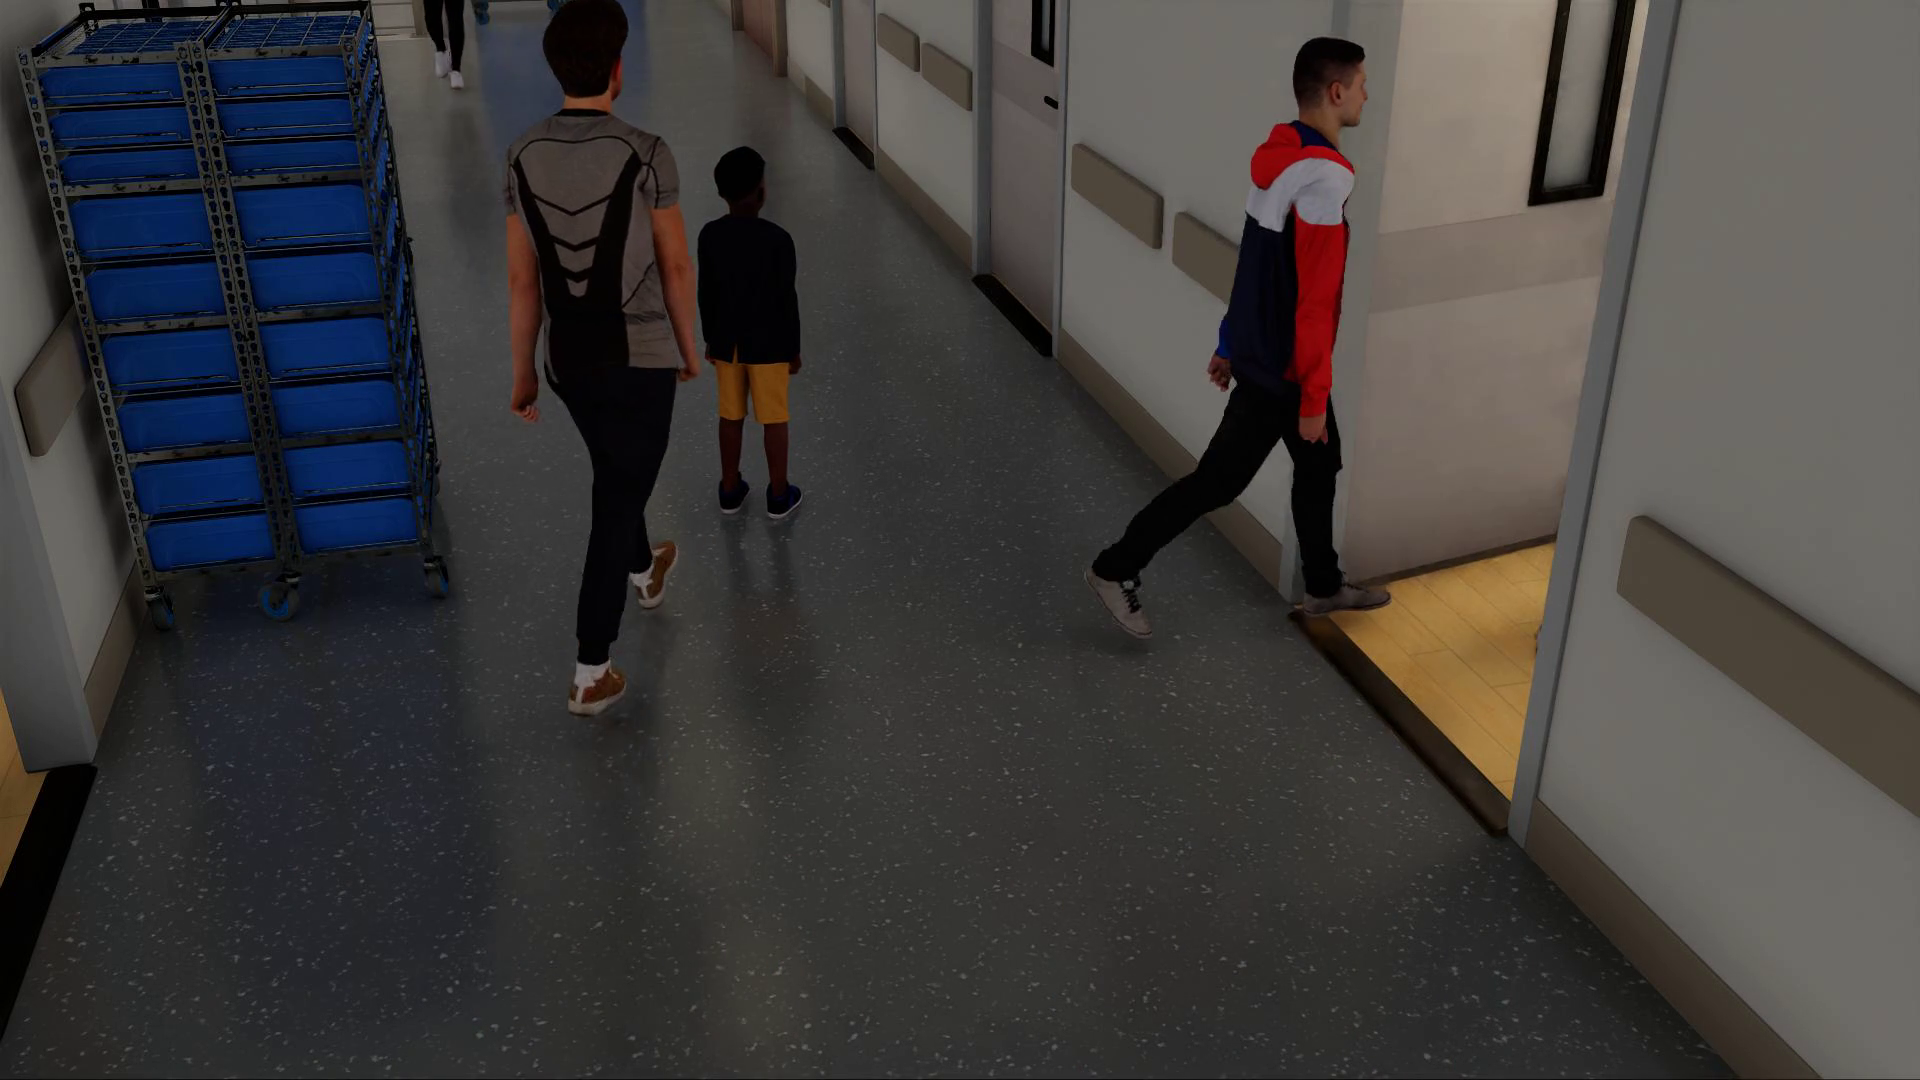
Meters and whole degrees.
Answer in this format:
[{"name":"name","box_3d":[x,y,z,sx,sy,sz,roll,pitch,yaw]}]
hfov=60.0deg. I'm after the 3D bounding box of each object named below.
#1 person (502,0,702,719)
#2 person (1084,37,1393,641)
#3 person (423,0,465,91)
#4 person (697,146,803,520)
[{"name":"person","box_3d":[-0.953,-0.418,4.422,1.036,1.838,1.307,4,26,8]},{"name":"person","box_3d":[0.821,-0.501,4.740,0.929,1.711,1.194,1,26,2]},{"name":"person","box_3d":[-3.938,-4.364,12.692,0.609,1.762,0.714,-5,26,-10]},{"name":"person","box_3d":[-0.715,-0.691,5.643,0.601,1.268,0.642,6,26,12]}]
